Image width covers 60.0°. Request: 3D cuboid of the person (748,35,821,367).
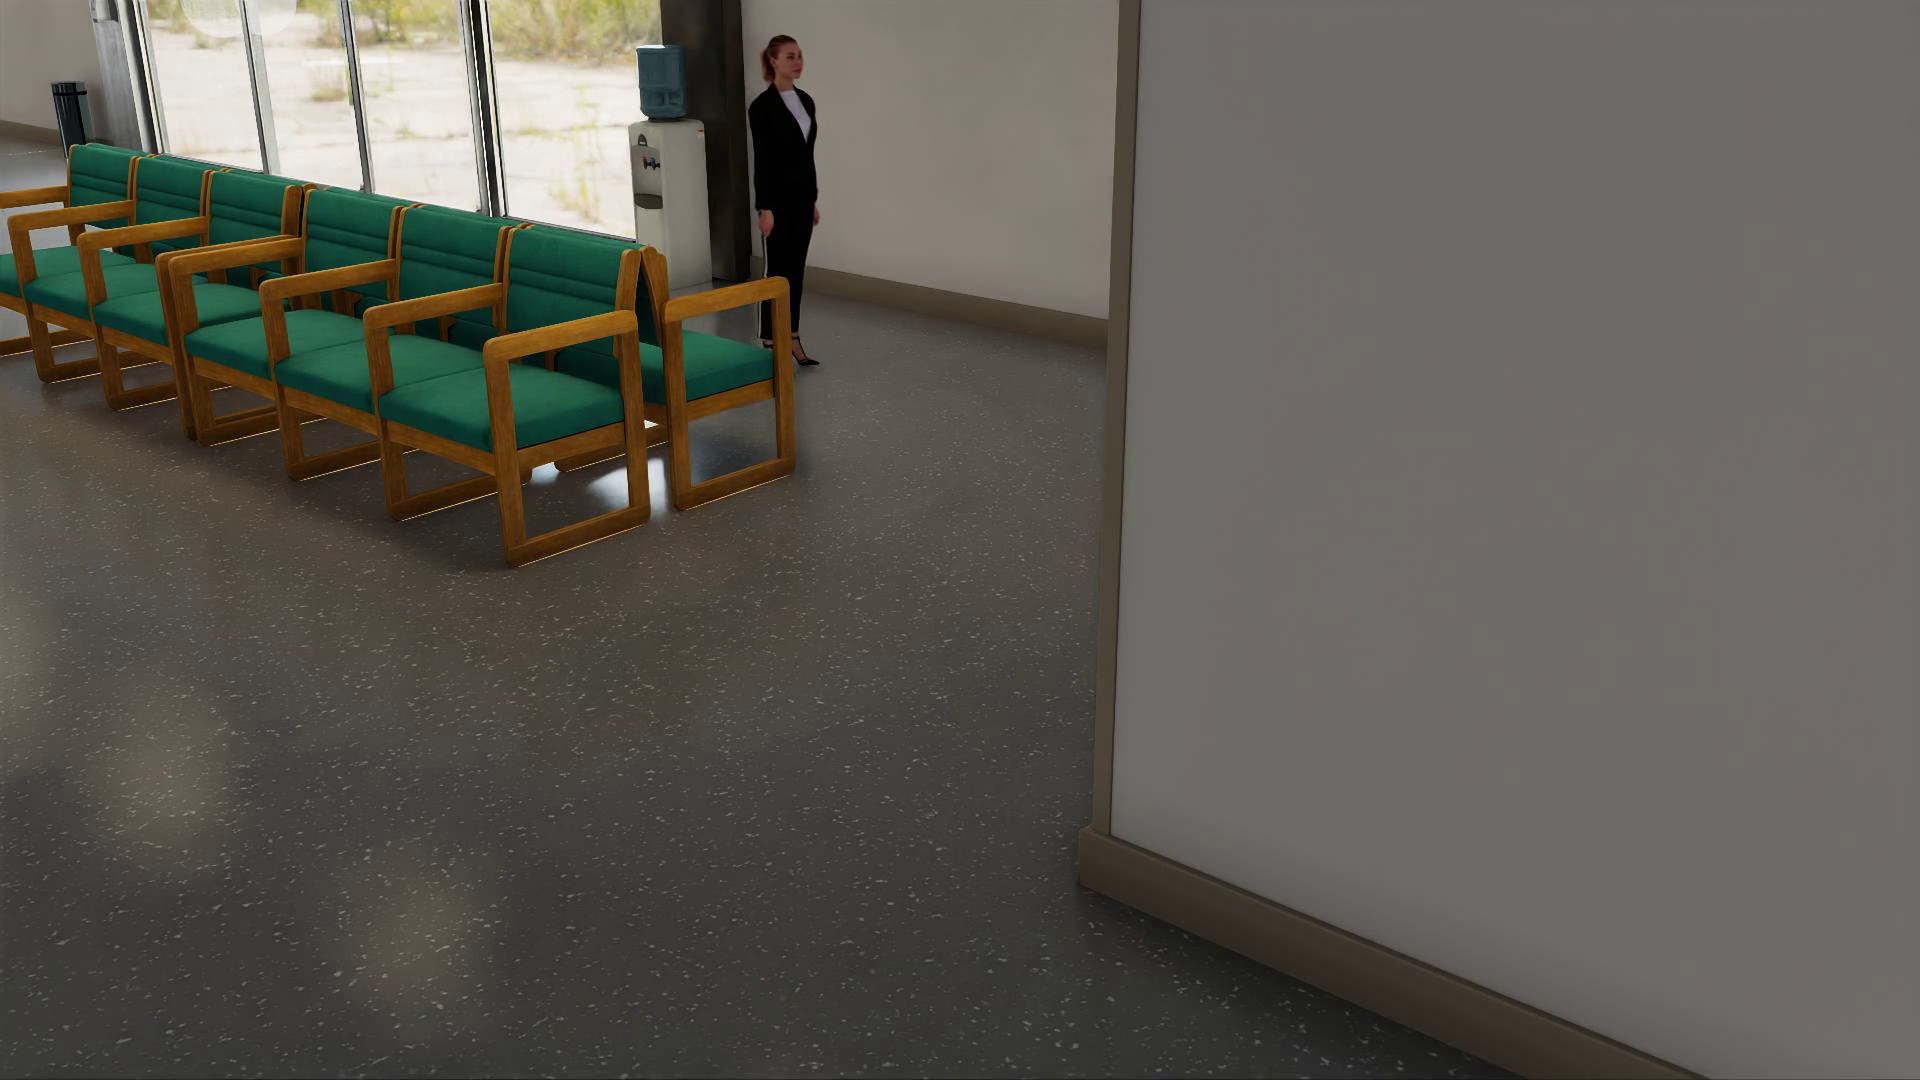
[{"bbox_3d":[-0.897,-1.715,8.565,0.665,1.706,0.464,15,25,35],"label":"person"}]
